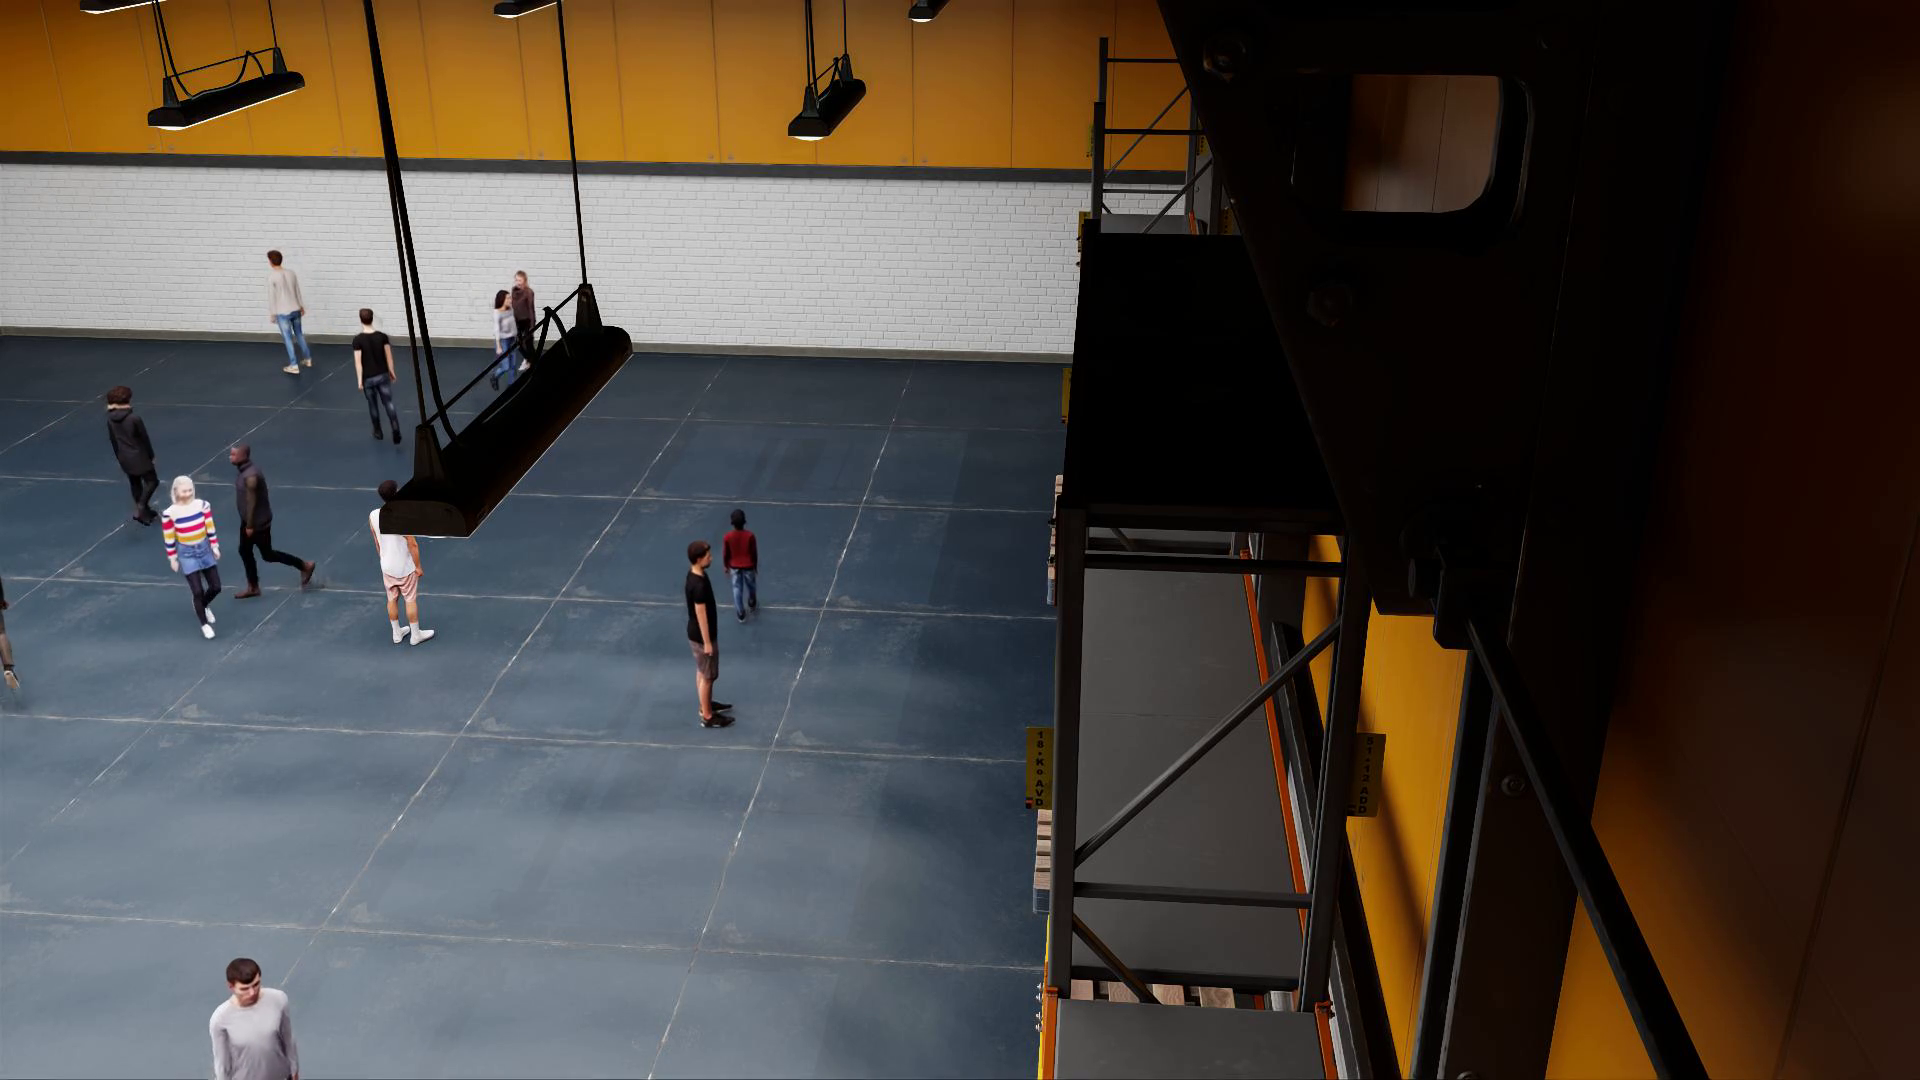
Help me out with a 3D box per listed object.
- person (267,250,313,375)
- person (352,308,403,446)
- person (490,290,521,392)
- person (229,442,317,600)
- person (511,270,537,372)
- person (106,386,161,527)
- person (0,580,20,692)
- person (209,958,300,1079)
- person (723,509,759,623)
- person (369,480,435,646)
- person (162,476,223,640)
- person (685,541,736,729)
[{"bbox_3d":[-10.387,-3.535,25.744,0.869,1.881,0.752,15,28,30],"label":"person"},{"bbox_3d":[-7.946,-2.198,22.695,1.098,1.873,1.227,-14,27,-30],"label":"person"},{"bbox_3d":[-6.783,-2.905,24.629,0.816,1.619,0.796,10,26,22],"label":"person"},{"bbox_3d":[-7.625,-0.214,18.235,1.189,1.810,1.142,-17,29,-33],"label":"person"},{"bbox_3d":[-6.671,-3.336,25.529,0.767,1.688,0.775,17,29,33],"label":"person"},{"bbox_3d":[-9.962,-0.976,20.031,0.633,1.767,0.855,1,24,3],"label":"person"},{"bbox_3d":[-9.538,0.682,16.219,1.052,1.784,1.114,-19,30,-37],"label":"person"},{"bbox_3d":[-4.325,3.305,10.197,1.091,1.799,1.232,-15,28,-30],"label":"person"},{"bbox_3d":[-2.338,0.291,17.799,0.606,1.235,0.791,-2,24,-5],"label":"person"},{"bbox_3d":[-5.829,0.238,17.231,0.690,1.787,0.635,7,25,16],"label":"person"},{"bbox_3d":[-8.041,0.143,17.434,0.837,1.797,0.899,-19,30,-37],"label":"person"},{"bbox_3d":[-2.454,0.867,15.699,0.824,1.861,0.665,-4,24,-9],"label":"person"}]
